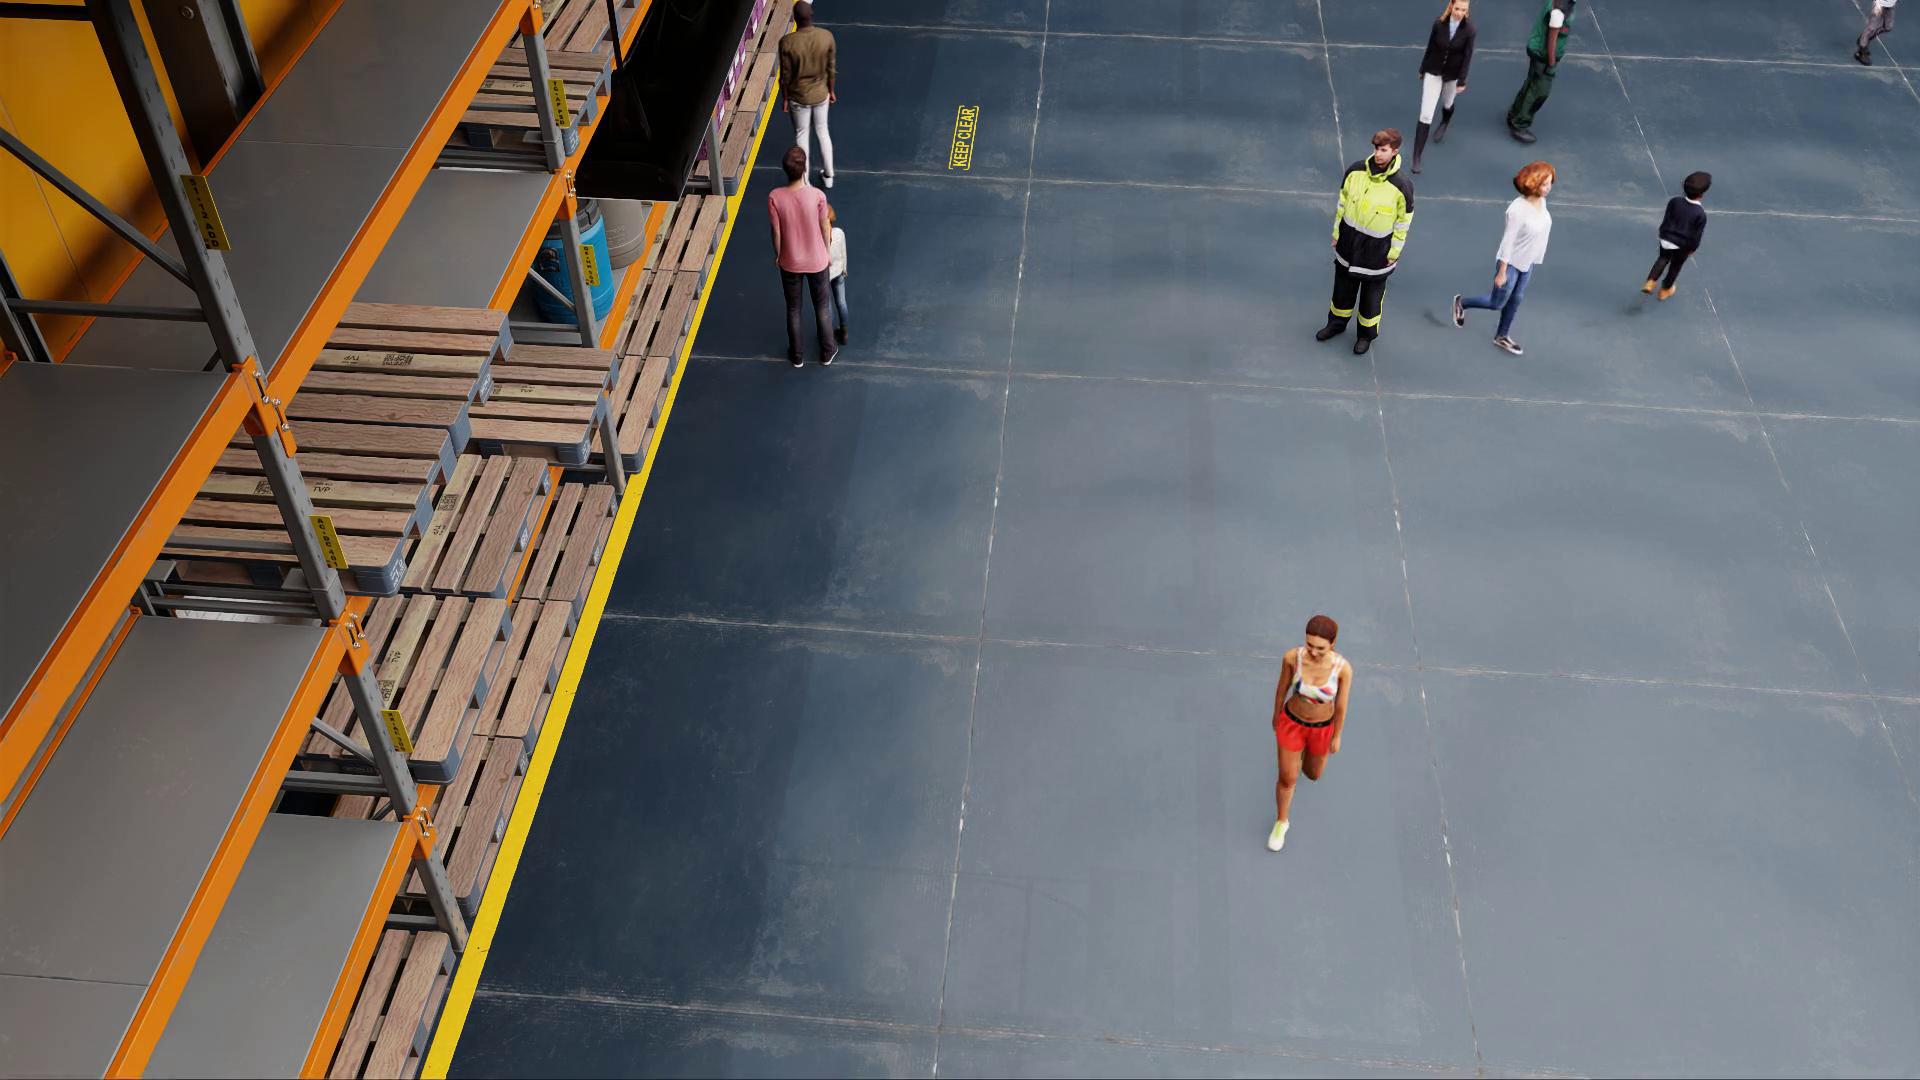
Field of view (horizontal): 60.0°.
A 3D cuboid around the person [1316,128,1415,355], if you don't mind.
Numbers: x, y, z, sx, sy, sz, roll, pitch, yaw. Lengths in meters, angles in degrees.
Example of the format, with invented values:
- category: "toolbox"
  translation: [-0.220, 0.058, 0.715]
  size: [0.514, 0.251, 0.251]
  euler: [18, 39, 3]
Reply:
- category: "person"
  translation: [3.281, -2.414, 13.343]
  size: [0.872, 1.983, 0.863]
  euler: [27, 50, 25]

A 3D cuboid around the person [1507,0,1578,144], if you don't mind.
- category: "person"
  translation: [5.549, -4.669, 15.835]
  size: [0.971, 1.809, 0.634]
  euler: [4, 44, 4]

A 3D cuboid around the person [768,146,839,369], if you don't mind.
- category: "person"
  translation: [-1.240, -2.213, 13.149]
  size: [0.651, 1.959, 0.597]
  euler: [-3, 44, -3]

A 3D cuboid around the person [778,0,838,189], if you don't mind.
- category: "person"
  translation: [-1.381, -4.039, 15.168]
  size: [0.793, 1.816, 0.772]
  euler: [-17, 46, -17]

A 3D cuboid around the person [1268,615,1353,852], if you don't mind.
- category: "person"
  translation: [2.077, 1.049, 9.859]
  size: [0.709, 1.773, 1.020]
  euler: [13, 45, 13]

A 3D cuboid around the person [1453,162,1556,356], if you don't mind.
- category: "person"
  translation: [4.412, -2.307, 13.432]
  size: [0.950, 1.704, 1.014]
  euler: [-30, 51, -28]

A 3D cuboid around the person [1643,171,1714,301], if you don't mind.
- category: "person"
  translation: [6.035, -2.543, 14.034]
  size: [0.726, 1.216, 0.666]
  euler: [-30, 51, -28]

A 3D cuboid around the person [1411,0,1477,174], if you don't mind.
- category: "person"
  translation: [4.557, -4.371, 15.610]
  size: [0.851, 1.688, 1.283]
  euler: [18, 46, 18]

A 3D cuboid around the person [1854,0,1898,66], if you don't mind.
- category: "person"
  translation: [9.496, -5.567, 17.168]
  size: [0.592, 1.270, 0.649]
  euler: [-16, 46, -16]

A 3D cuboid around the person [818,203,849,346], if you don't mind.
- category: "person"
  translation: [-1.063, -2.153, 13.552]
  size: [0.555, 1.315, 0.598]
  euler: [-22, 48, -21]
